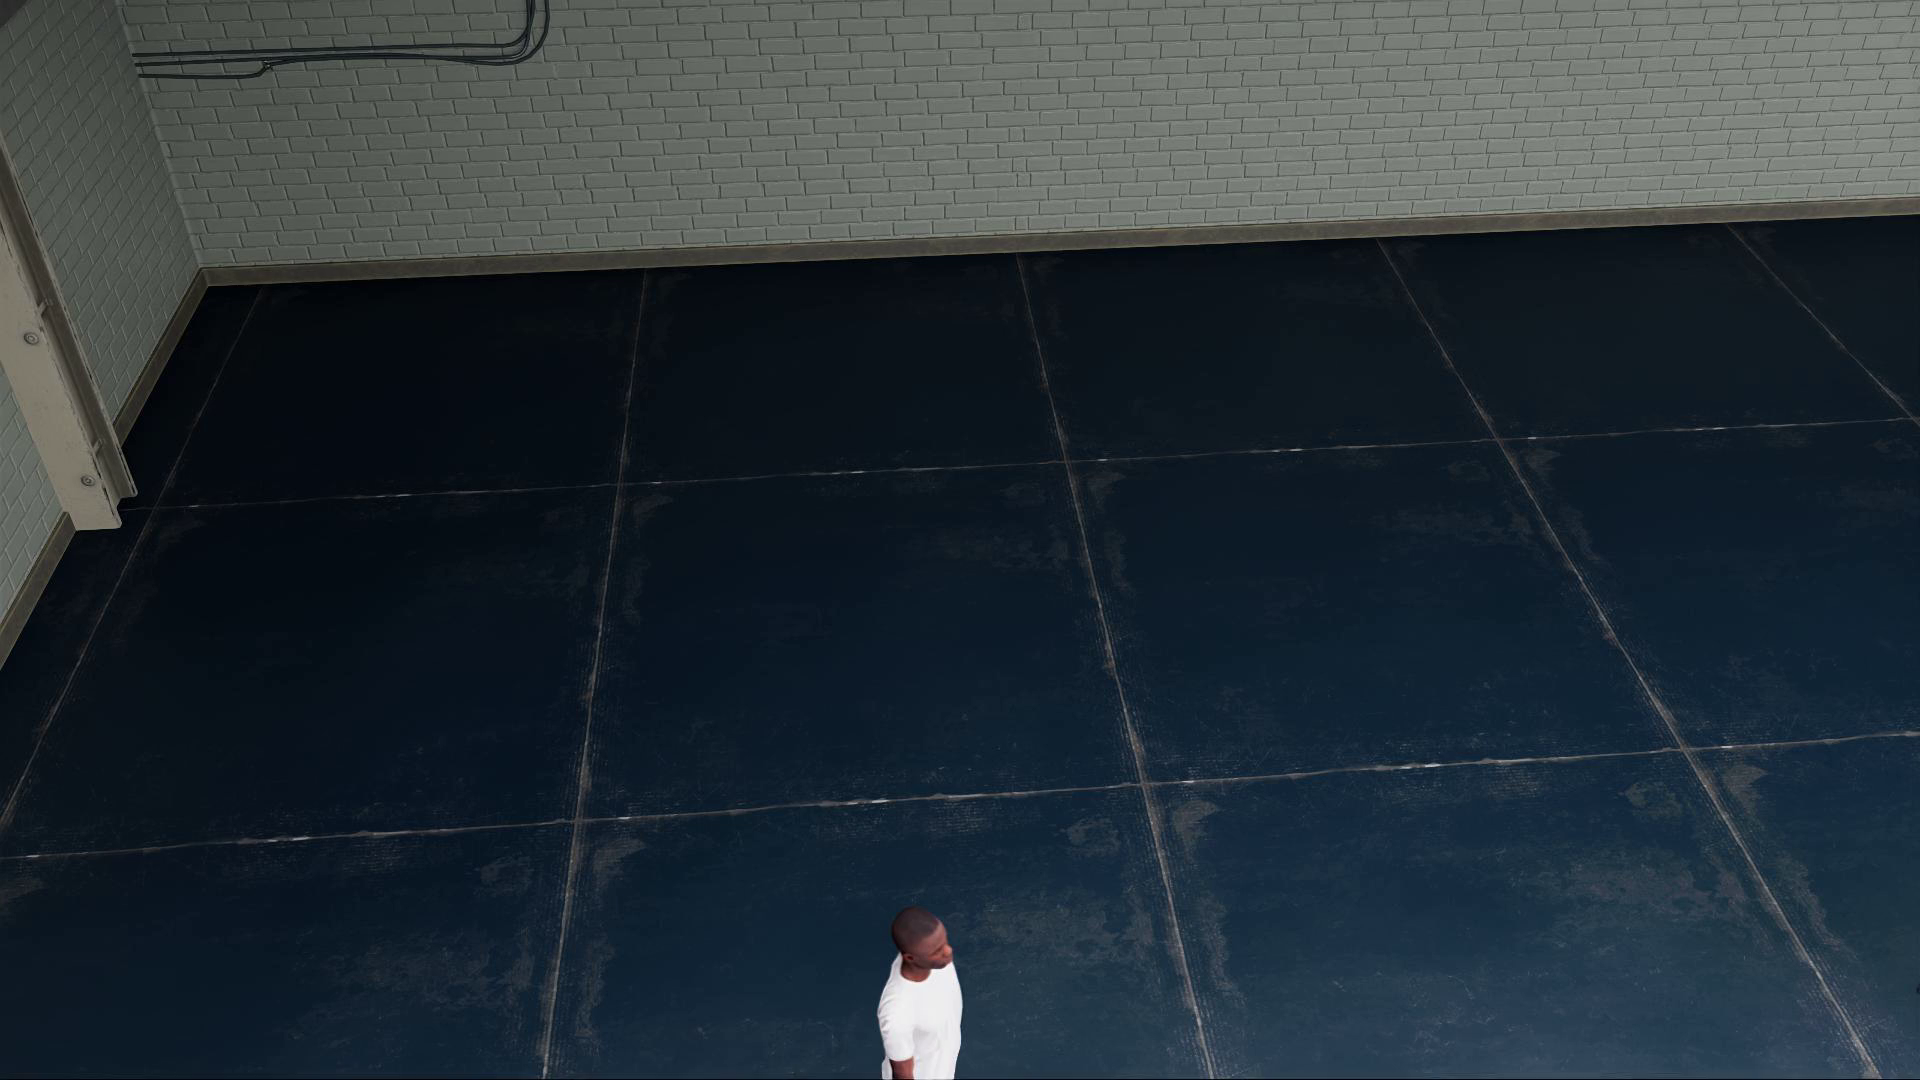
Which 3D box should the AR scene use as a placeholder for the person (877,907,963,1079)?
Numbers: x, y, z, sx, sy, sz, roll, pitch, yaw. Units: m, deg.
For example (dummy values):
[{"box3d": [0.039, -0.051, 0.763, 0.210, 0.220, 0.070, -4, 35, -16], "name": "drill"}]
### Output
[{"box3d": [-0.158, 2.059, 6.460, 0.786, 1.835, 0.598, 9, 39, 12], "name": "person"}]
